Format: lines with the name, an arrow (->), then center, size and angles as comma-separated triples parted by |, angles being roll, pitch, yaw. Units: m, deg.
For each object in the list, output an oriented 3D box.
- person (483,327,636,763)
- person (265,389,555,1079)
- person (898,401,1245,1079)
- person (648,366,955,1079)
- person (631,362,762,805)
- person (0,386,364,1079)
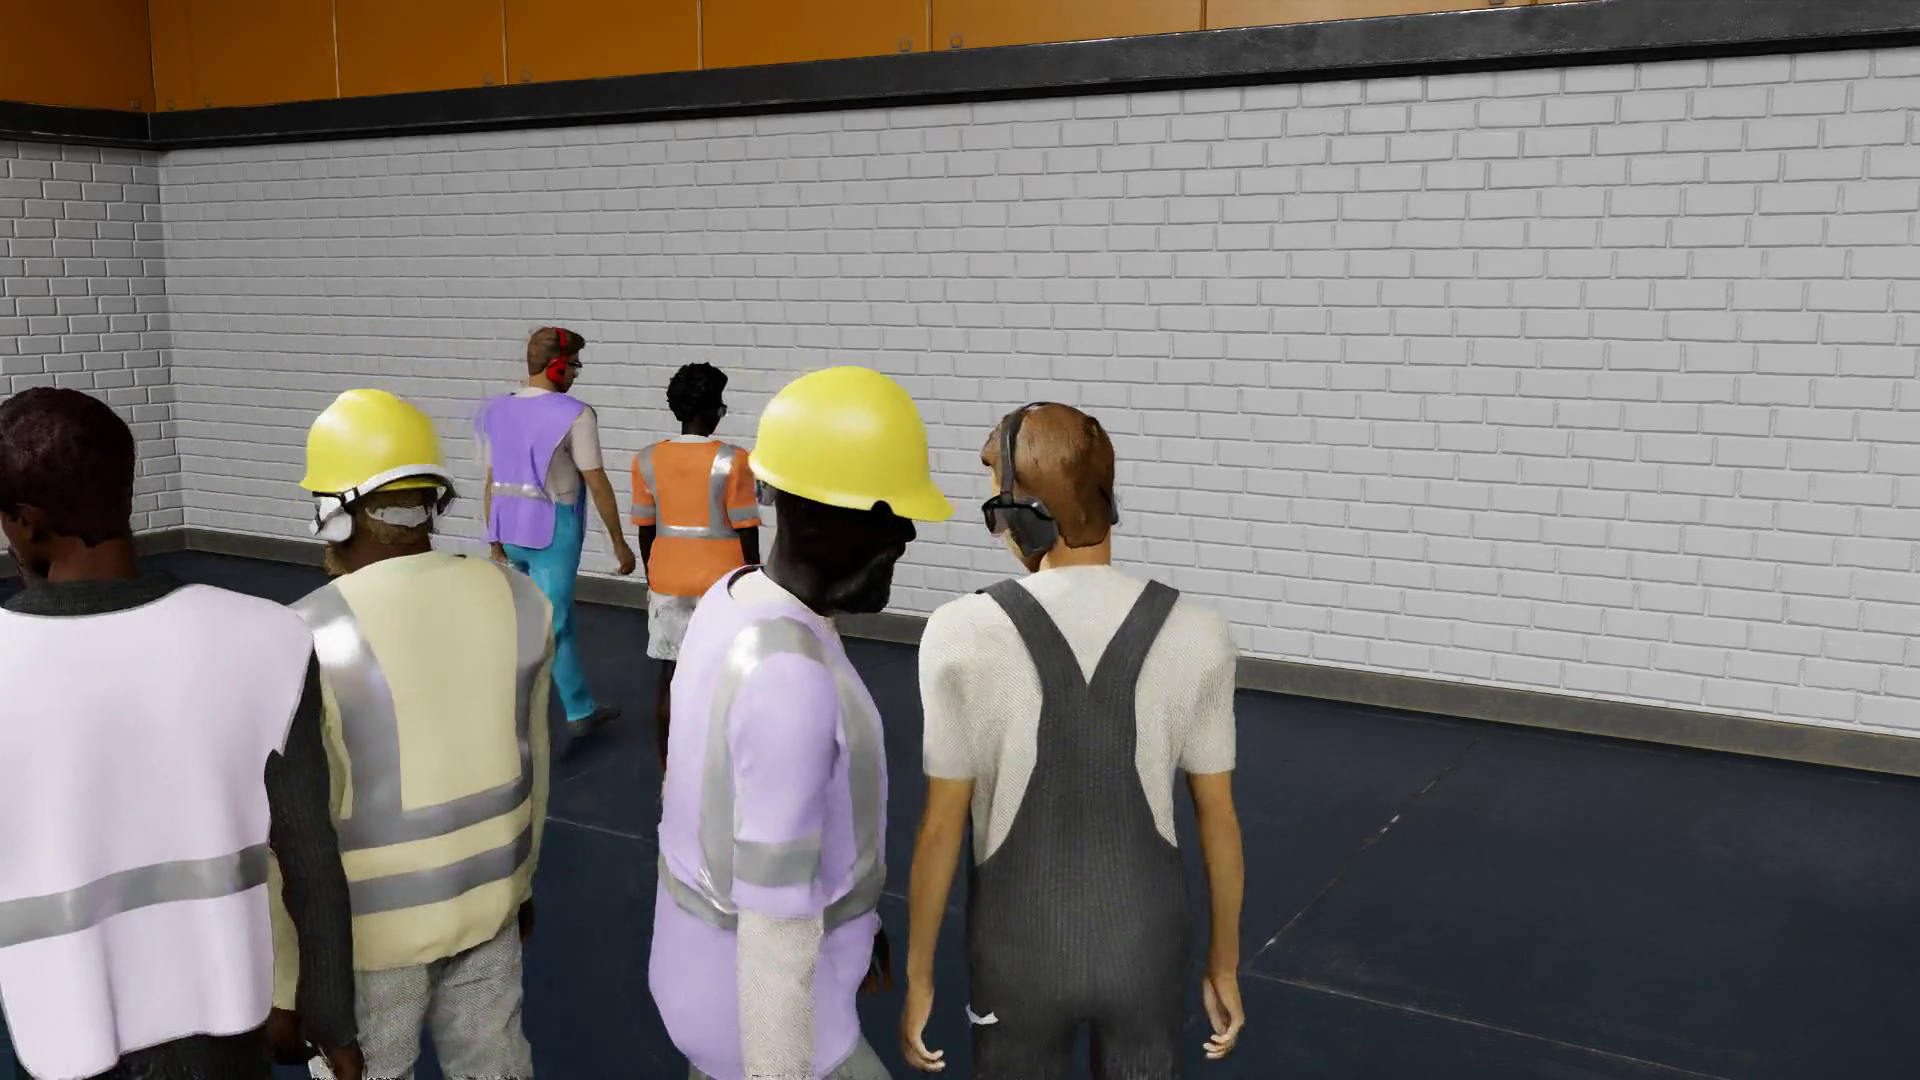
person -> -1.639, 0.018, 6.977 | 0.556, 1.799, 0.873 | 7, 11, 36
person -> -1.016, 0.646, 2.991 | 0.511, 1.823, 0.621 | 7, 11, 36
person -> 0.185, 0.695, 2.665 | 0.586, 1.819, 0.456 | -1, 9, -4
person -> -0.189, 0.683, 2.536 | 0.730, 1.886, 0.634 | -4, 10, -21
person -> -0.975, 0.184, 6.273 | 0.529, 1.687, 0.321 | 3, 10, 19
person -> -1.174, 0.720, 2.393 | 0.602, 1.877, 0.928 | -7, 11, -37
